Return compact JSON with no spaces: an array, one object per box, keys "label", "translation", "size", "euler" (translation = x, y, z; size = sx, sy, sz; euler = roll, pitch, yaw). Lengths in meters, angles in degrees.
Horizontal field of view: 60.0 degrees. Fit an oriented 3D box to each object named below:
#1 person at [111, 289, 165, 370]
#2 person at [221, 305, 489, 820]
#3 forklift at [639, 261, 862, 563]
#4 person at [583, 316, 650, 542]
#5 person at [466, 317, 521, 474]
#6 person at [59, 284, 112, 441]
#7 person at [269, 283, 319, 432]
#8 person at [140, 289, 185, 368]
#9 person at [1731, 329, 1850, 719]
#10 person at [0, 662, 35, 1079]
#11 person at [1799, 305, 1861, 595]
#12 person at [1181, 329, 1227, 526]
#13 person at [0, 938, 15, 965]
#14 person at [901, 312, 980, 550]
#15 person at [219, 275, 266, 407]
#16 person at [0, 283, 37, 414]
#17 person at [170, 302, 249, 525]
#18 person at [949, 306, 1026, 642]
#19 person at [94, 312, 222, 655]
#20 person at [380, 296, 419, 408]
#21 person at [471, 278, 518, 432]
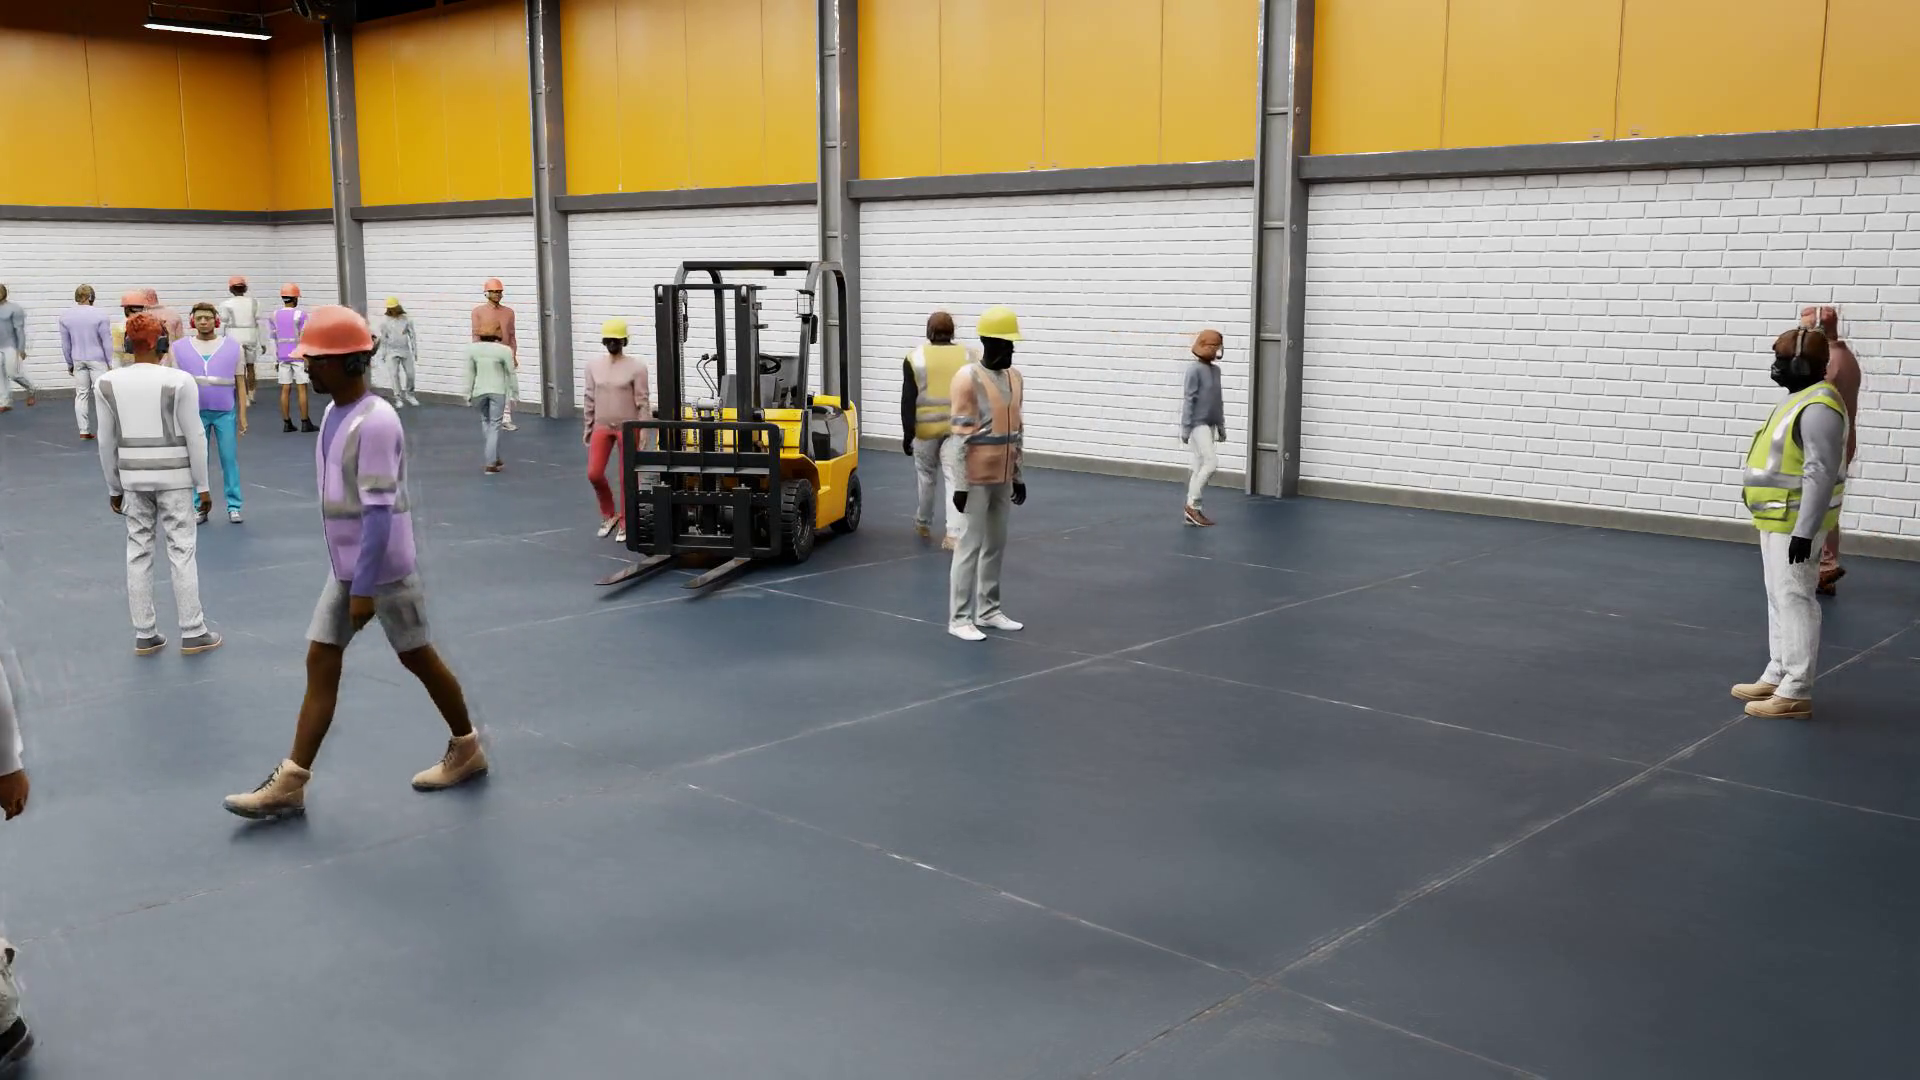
[{"label":"person","translation":[-8.514,-1.658,17.373],"size":[0.756,1.915,0.562],"euler":[5,10,26]},{"label":"person","translation":[-2.335,0.085,6.481],"size":[1.072,1.983,0.624],"euler":[-8,12,-42]},{"label":"forklift","translation":[-1.552,-1.040,12.721],"size":[1.214,2.155,2.313],"euler":[2,9,11]},{"label":"person","translation":[-2.666,-0.858,12.910],"size":[0.554,1.752,0.352],"euler":[1,9,8]},{"label":"person","translation":[-4.839,-1.512,17.372],"size":[0.531,1.606,0.695],"euler":[2,9,11]},{"label":"person","translation":[-10.706,-2.174,20.470],"size":[0.627,1.935,0.371],"euler":[0,9,1]},{"label":"person","translation":[-8.656,-2.362,21.604],"size":[0.542,1.939,0.366],"euler":[1,9,8]},{"label":"person","translation":[-10.301,-2.286,21.391],"size":[0.684,1.854,0.949],"euler":[-5,11,-29]},{"label":"person","translation":[3.940,-0.078,7.901],"size":[0.429,1.840,0.635],"euler":[3,10,16]},{"label":"person","translation":[-2.694,0.547,4.231],"size":[0.618,1.795,0.516],"euler":[5,11,30]},{"label":"person","translation":[5.525,-0.563,10.741],"size":[0.664,1.888,0.425],"euler":[-9,13,-43]},{"label":"person","translation":[2.023,-0.910,13.634],"size":[0.406,1.618,0.511],"euler":[6,11,34]},{"label":"person","translation":[-2.966,0.449,4.399],"size":[0.615,1.930,0.688],"euler":[2,10,14]},{"label":"person","translation":[-0.142,-0.845,12.747],"size":[0.648,1.790,0.983],"euler":[-1,9,-9]},{"label":"person","translation":[-11.070,-3.057,25.604],"size":[0.646,2.020,0.719],"euler":[-6,11,-34]},{"label":"person","translation":[-14.044,-2.836,24.557],"size":[0.630,1.925,0.657],"euler":[1,9,9]},{"label":"person","translation":[-6.228,-1.047,13.839],"size":[0.584,1.843,0.394],"euler":[-3,10,-18]},{"label":"person","translation":[0.181,-0.378,9.543],"size":[0.414,1.914,0.598],"euler":[7,12,36]},{"label":"person","translation":[-4.401,-0.300,9.134],"size":[0.573,1.884,0.355],"euler":[0,9,0]},{"label":"person","translation":[-8.571,-2.866,25.392],"size":[0.516,1.712,0.583],"euler":[-3,10,-20]},{"label":"person","translation":[-6.072,-2.414,21.746],"size":[0.612,1.997,0.375],"euler":[-8,12,-41]}]
